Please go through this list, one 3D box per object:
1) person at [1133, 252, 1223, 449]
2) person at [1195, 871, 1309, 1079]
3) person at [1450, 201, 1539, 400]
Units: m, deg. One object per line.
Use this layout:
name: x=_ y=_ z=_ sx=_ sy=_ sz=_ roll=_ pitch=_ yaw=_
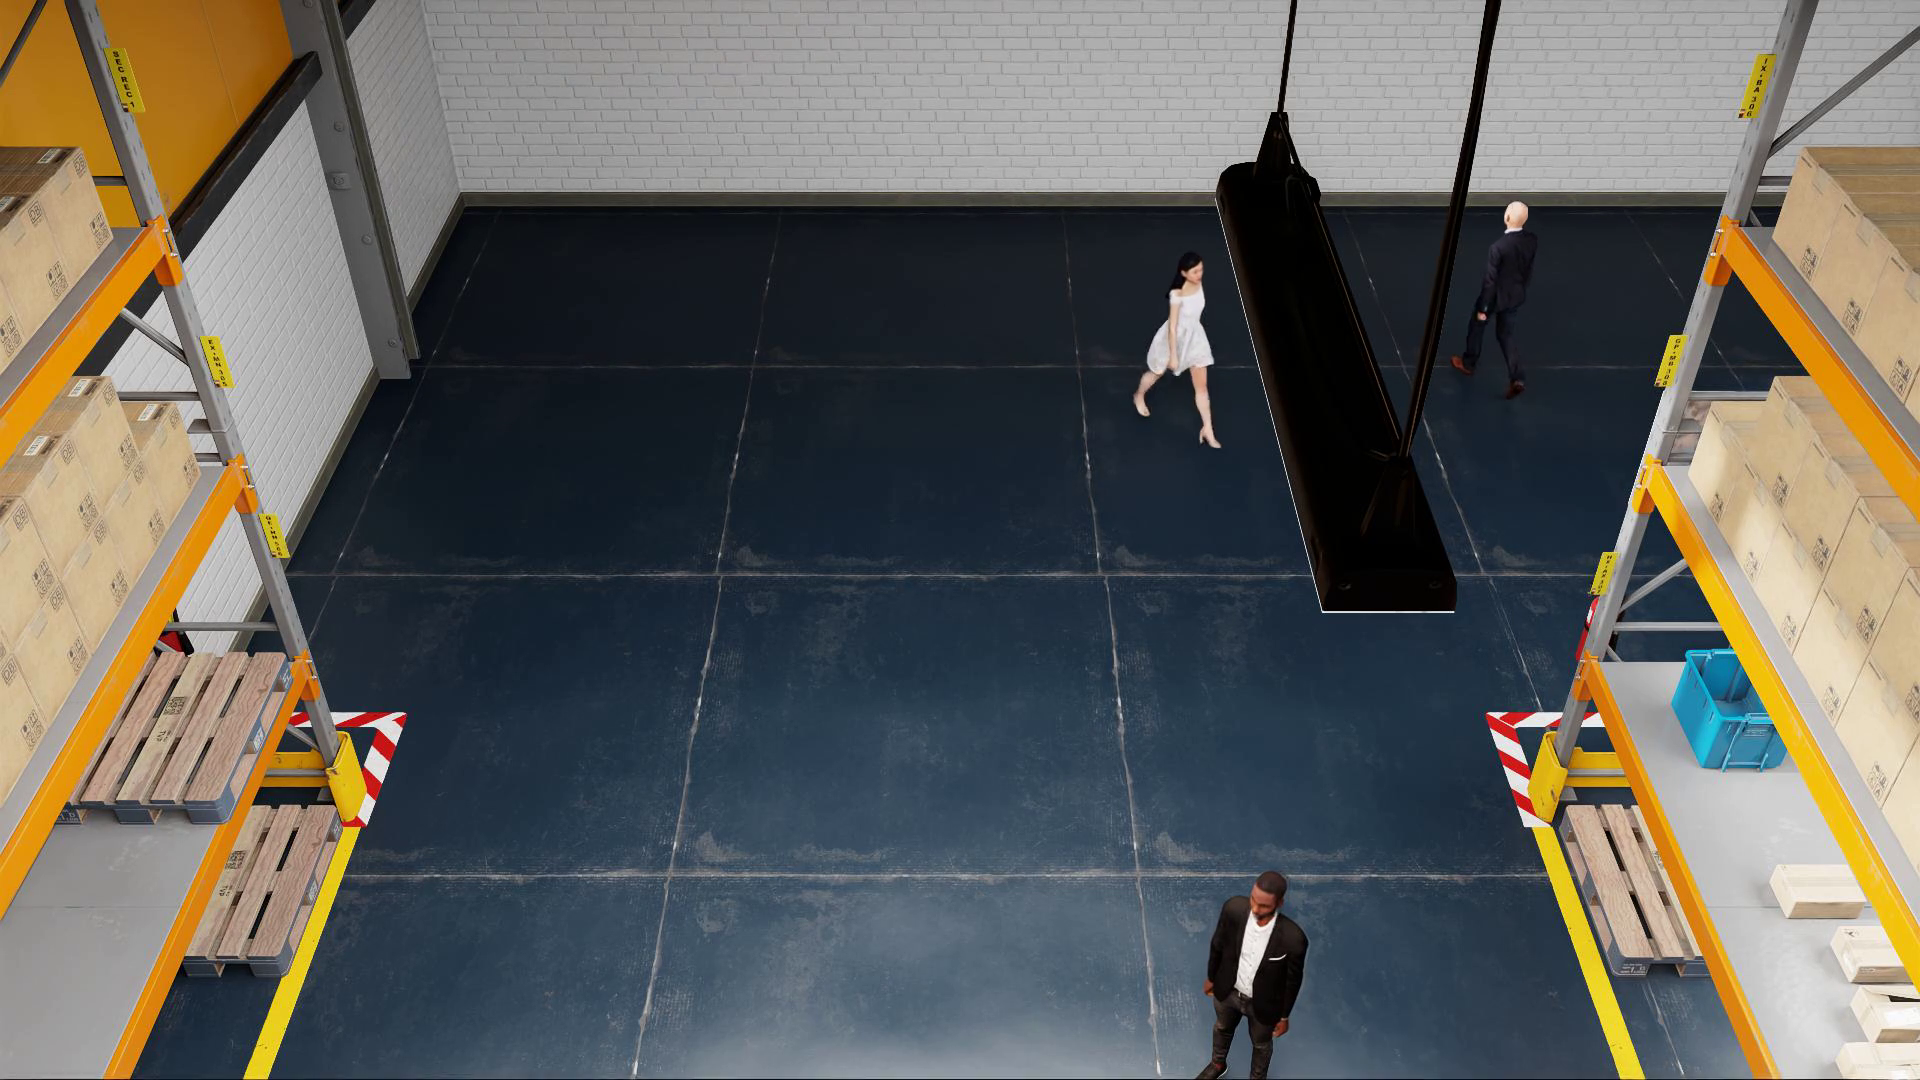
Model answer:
person: x=1.773 y=-1.633 z=13.997 sx=1.160 sy=1.713 sz=1.226 roll=-31 pitch=48 yaw=-33
person: x=1.551 y=2.402 z=8.875 sx=0.743 sy=1.800 sz=0.755 roll=23 pitch=44 yaw=26
person: x=4.757 y=-2.058 z=14.483 sx=0.979 sy=1.772 sz=1.252 roll=-13 pitch=40 yaw=-16
